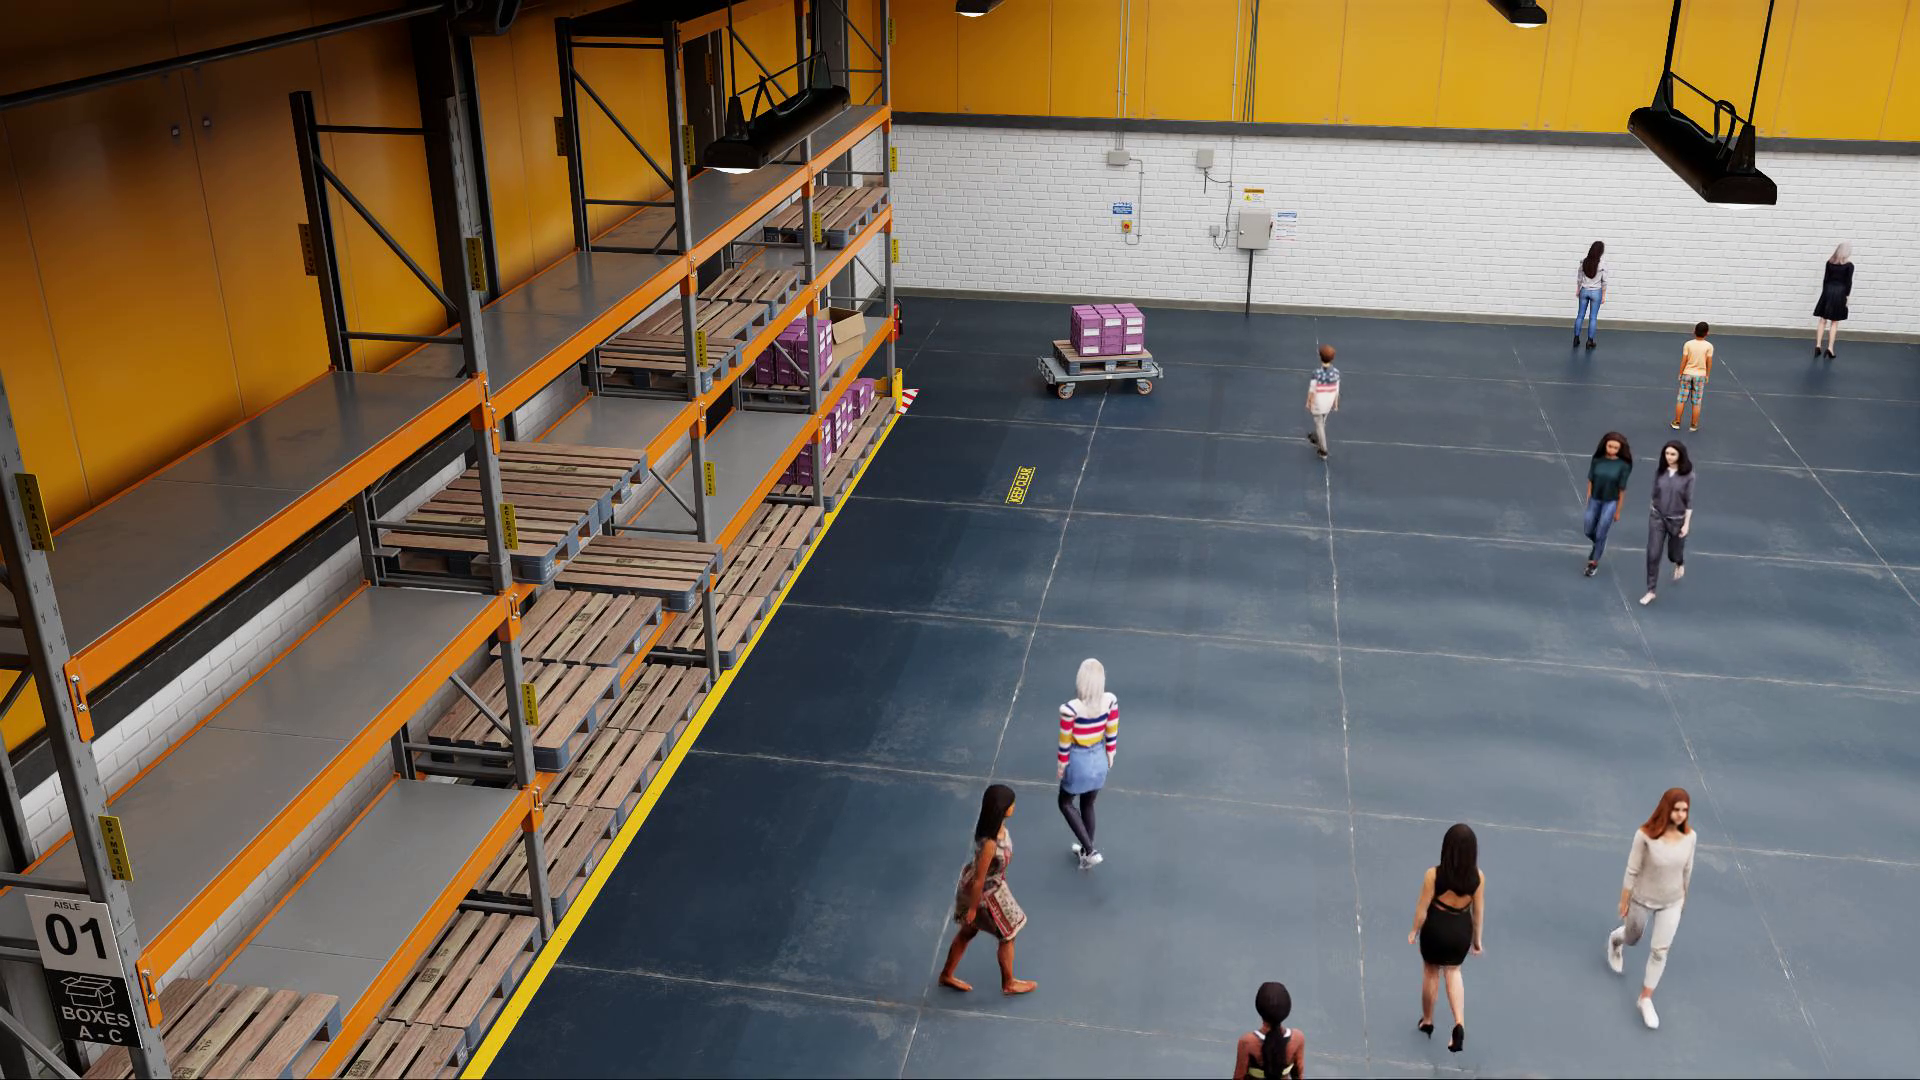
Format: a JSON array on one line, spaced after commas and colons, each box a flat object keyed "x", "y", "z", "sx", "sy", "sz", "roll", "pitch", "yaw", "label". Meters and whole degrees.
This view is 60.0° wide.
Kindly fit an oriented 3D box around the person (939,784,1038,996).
[{"x": 0.082, "y": 2.406, "z": 11.261, "sx": 0.766, "sy": 1.607, "sz": 0.893, "roll": 3, "pitch": 24, "yaw": 6, "label": "person"}]

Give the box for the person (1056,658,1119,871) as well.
[{"x": 0.981, "y": 1.739, "z": 12.545, "sx": 0.854, "sy": 1.800, "sz": 0.922, "roll": -10, "pitch": 26, "yaw": -23, "label": "person"}]

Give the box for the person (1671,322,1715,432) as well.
[{"x": 9.664, "y": -2.164, "z": 21.896, "sx": 0.557, "sy": 1.461, "sz": 0.546, "roll": 9, "pitch": 25, "yaw": 20, "label": "person"}]

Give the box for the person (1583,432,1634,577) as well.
[{"x": 6.892, "y": -0.410, "z": 17.706, "sx": 0.763, "sy": 1.603, "sz": 0.838, "roll": 20, "pitch": 30, "yaw": 38, "label": "person"}]

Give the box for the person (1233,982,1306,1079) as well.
[{"x": 1.710, "y": 3.218, "z": 9.220, "sx": 0.634, "sy": 1.753, "sz": 0.609, "roll": -2, "pitch": 24, "yaw": -4, "label": "person"}]

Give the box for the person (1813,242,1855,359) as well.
[{"x": 13.035, "y": -3.588, "z": 24.797, "sx": 0.755, "sy": 1.747, "sz": 0.697, "roll": -16, "pitch": 28, "yaw": -33, "label": "person"}]

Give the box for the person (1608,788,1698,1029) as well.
[{"x": 4.654, "y": 2.380, "z": 11.224, "sx": 0.661, "sy": 1.683, "sz": 1.034, "roll": 1, "pitch": 24, "yaw": 3, "label": "person"}]

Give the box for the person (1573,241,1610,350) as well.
[{"x": 9.583, "y": -3.734, "z": 25.278, "sx": 0.682, "sy": 1.629, "sz": 0.679, "roll": 18, "pitch": 29, "yaw": 35, "label": "person"}]

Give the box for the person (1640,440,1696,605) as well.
[{"x": 7.305, "y": -0.209, "z": 17.086, "sx": 0.903, "sy": 1.733, "sz": 1.072, "roll": 19, "pitch": 30, "yaw": 36, "label": "person"}]

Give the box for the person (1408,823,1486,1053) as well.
[{"x": 3.168, "y": 2.626, "z": 10.725, "sx": 0.673, "sy": 1.632, "sz": 0.812, "roll": 0, "pitch": 24, "yaw": -1, "label": "person"}]

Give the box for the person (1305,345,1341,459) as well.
[{"x": 4.588, "y": -1.720, "z": 20.953, "sx": 0.777, "sy": 1.403, "sz": 1.012, "roll": -6, "pitch": 24, "yaw": -13, "label": "person"}]
